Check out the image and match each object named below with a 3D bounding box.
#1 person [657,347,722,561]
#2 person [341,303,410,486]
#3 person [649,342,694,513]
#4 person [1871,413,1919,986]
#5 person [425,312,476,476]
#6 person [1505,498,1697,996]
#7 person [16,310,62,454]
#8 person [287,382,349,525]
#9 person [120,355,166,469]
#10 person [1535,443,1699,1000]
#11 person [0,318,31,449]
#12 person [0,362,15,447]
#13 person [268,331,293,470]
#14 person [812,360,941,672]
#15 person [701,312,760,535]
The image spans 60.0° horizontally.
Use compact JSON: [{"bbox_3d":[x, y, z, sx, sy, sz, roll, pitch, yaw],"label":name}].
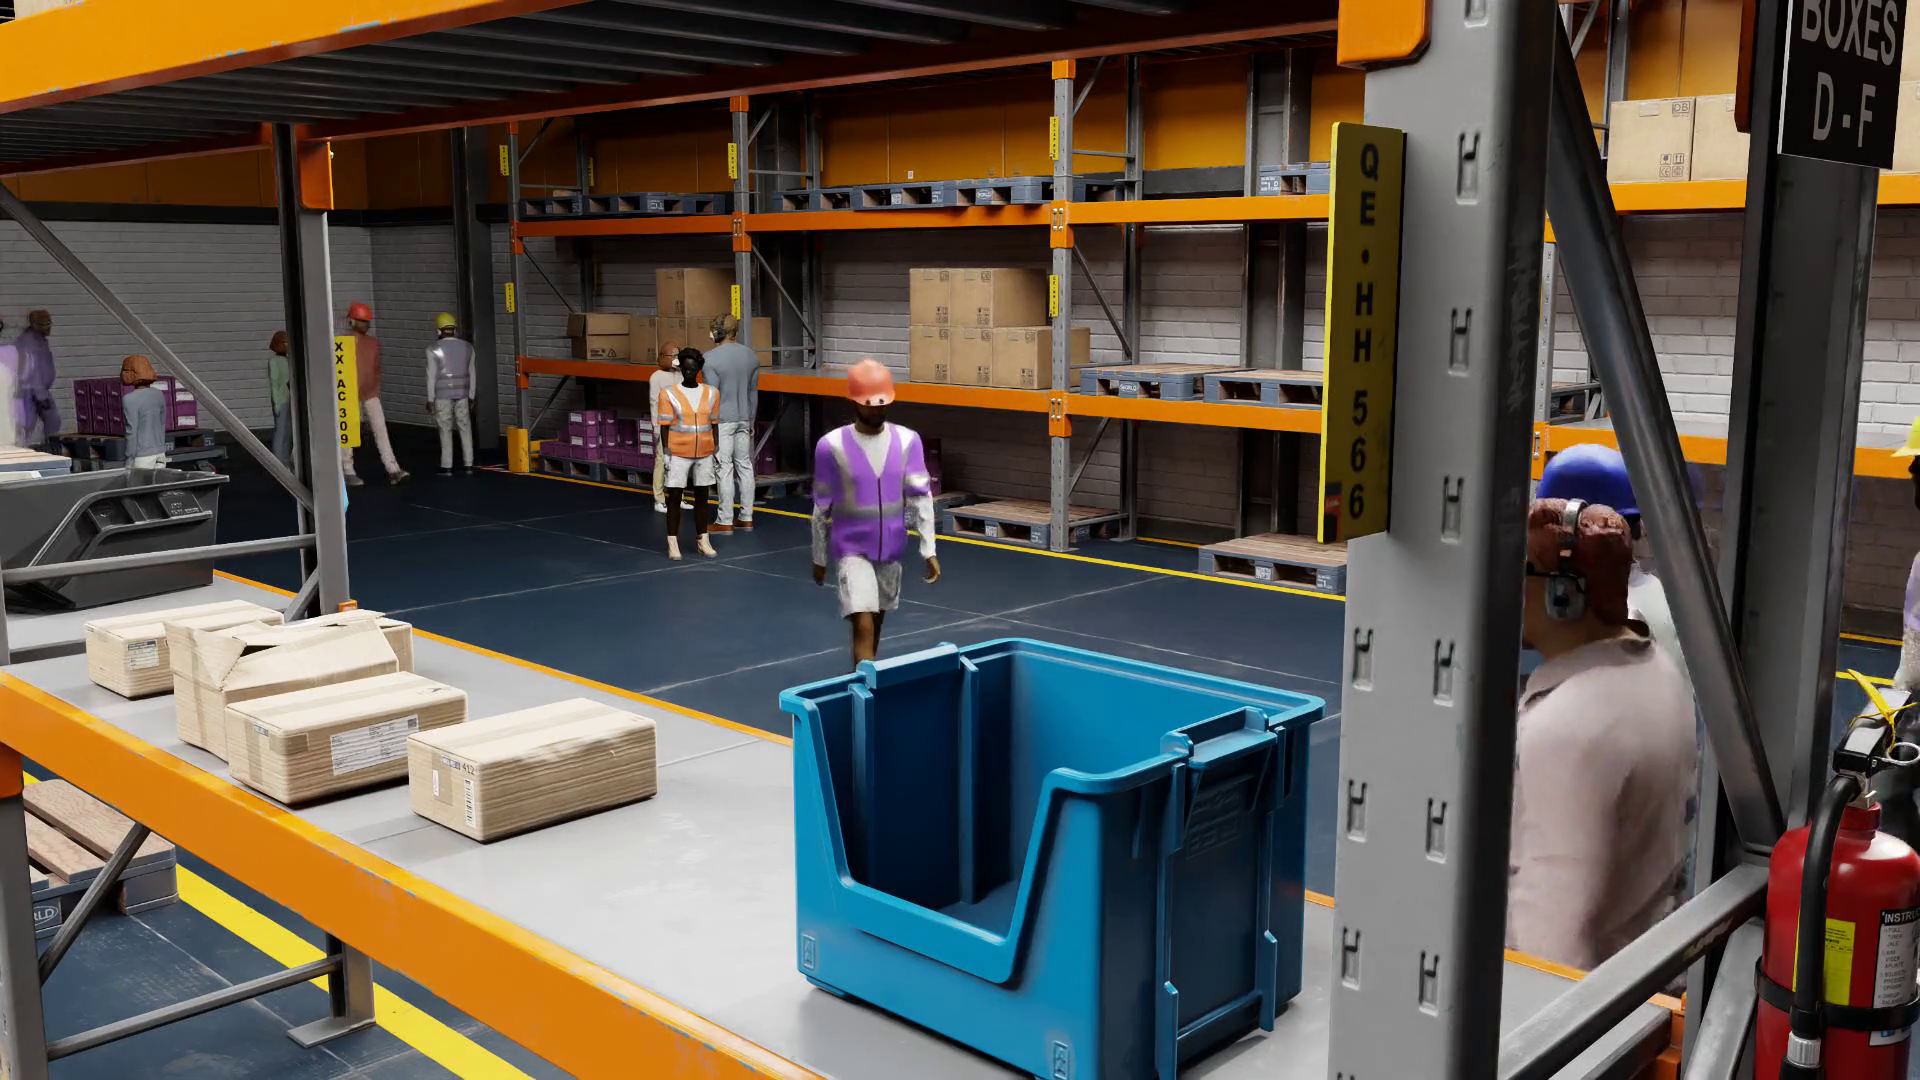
[{"bbox_3d":[-2.153,-0.690,13.289,0.533,1.698,0.322,-5,11,-29],"label":"person"},{"bbox_3d":[-6.296,-1.521,17.607,0.965,1.943,0.627,7,12,38],"label":"person"},{"bbox_3d":[-2.758,-1.074,15.878,0.284,1.626,0.496,6,11,34],"label":"person"},{"bbox_3d":[3.064,0.510,5.317,0.650,1.905,0.589,7,11,36],"label":"person"},{"bbox_3d":[-5.726,-1.635,18.686,0.600,1.827,0.404,-9,13,-42],"label":"person"},{"bbox_3d":[1.138,0.857,3.212,0.423,1.893,0.654,7,12,38],"label":"person"},{"bbox_3d":[-10.440,-1.666,18.813,0.763,1.850,0.672,-2,10,-14],"label":"person"},{"bbox_3d":[-3.880,-0.164,10.083,0.319,1.693,0.532,-2,9,-12],"label":"person"},{"bbox_3d":[-6.511,-0.657,13.287,0.281,1.633,0.500,1,9,5],"label":"person"},{"bbox_3d":[1.508,0.711,4.097,0.970,1.889,0.592,7,12,38],"label":"person"},{"bbox_3d":[-8.270,-1.019,14.377,0.877,2.010,0.612,6,11,32],"label":"person"},{"bbox_3d":[-7.391,-0.708,12.775,0.849,1.904,0.652,1,9,6],"label":"person"},{"bbox_3d":[-7.509,-1.507,18.497,0.266,1.631,0.507,0,9,1],"label":"person"},{"bbox_3d":[-0.418,0.054,8.185,0.552,1.865,1.040,-4,10,-24],"label":"person"},{"bbox_3d":[-2.022,-1.013,14.534,0.365,1.940,0.636,7,12,38],"label":"person"}]
